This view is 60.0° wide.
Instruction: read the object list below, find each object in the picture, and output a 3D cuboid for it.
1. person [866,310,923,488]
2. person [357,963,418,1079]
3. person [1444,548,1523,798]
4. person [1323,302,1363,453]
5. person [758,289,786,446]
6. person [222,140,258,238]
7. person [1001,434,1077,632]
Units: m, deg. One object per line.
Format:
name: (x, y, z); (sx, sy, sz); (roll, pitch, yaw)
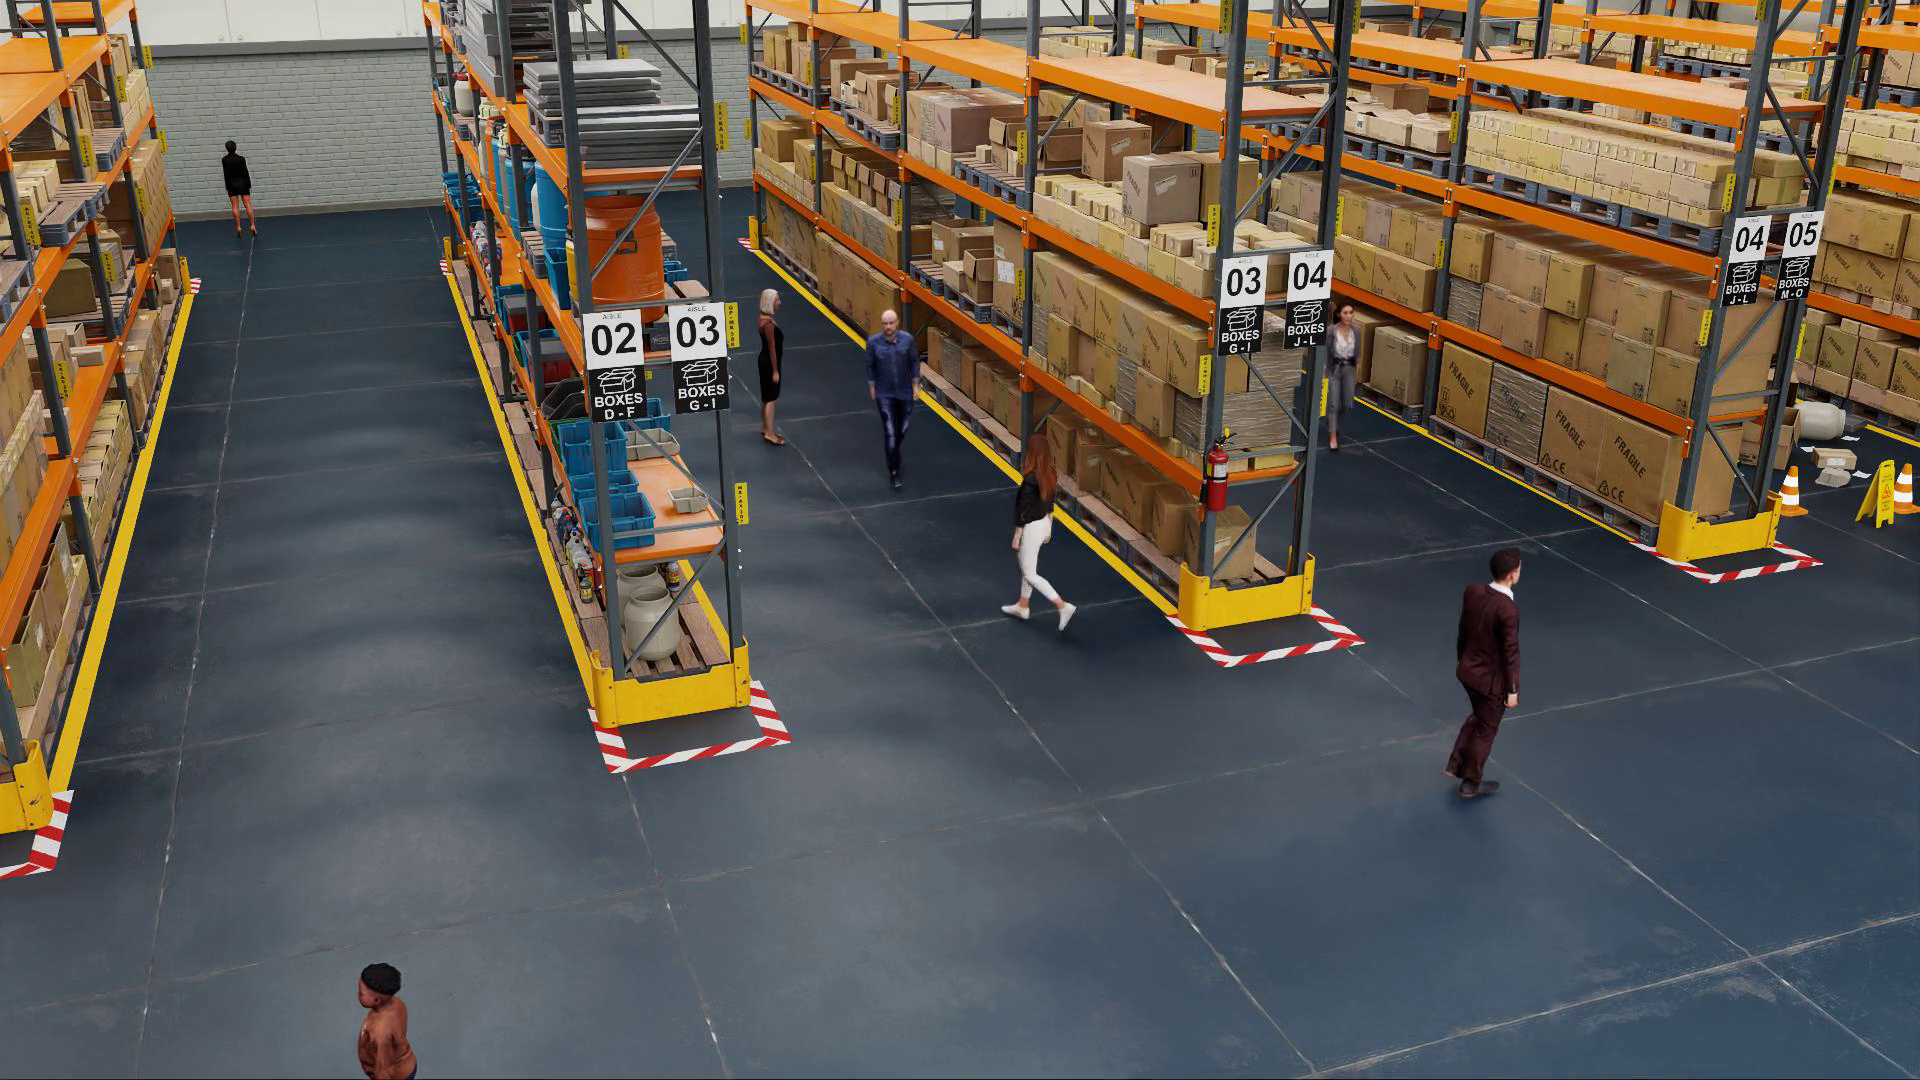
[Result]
person: (-0.694, -1.529, 17.436); (0.813, 1.779, 1.227); (-5, 23, -13)
person: (-2.737, 2.589, 8.062); (0.608, 1.253, 0.465); (-3, 22, -8)
person: (3.519, 0.929, 11.322); (0.748, 1.858, 0.557); (-9, 24, -20)
person: (4.146, -1.818, 18.294); (0.706, 1.665, 0.769); (-2, 22, -5)
person: (-2.110, -1.925, 18.451); (0.686, 1.744, 0.481); (-5, 23, -12)
person: (-12.469, -6.073, 28.729); (0.565, 1.640, 0.598); (-9, 24, -21)
person: (0.674, -0.043, 13.926); (1.079, 1.685, 0.973); (13, 26, 29)
